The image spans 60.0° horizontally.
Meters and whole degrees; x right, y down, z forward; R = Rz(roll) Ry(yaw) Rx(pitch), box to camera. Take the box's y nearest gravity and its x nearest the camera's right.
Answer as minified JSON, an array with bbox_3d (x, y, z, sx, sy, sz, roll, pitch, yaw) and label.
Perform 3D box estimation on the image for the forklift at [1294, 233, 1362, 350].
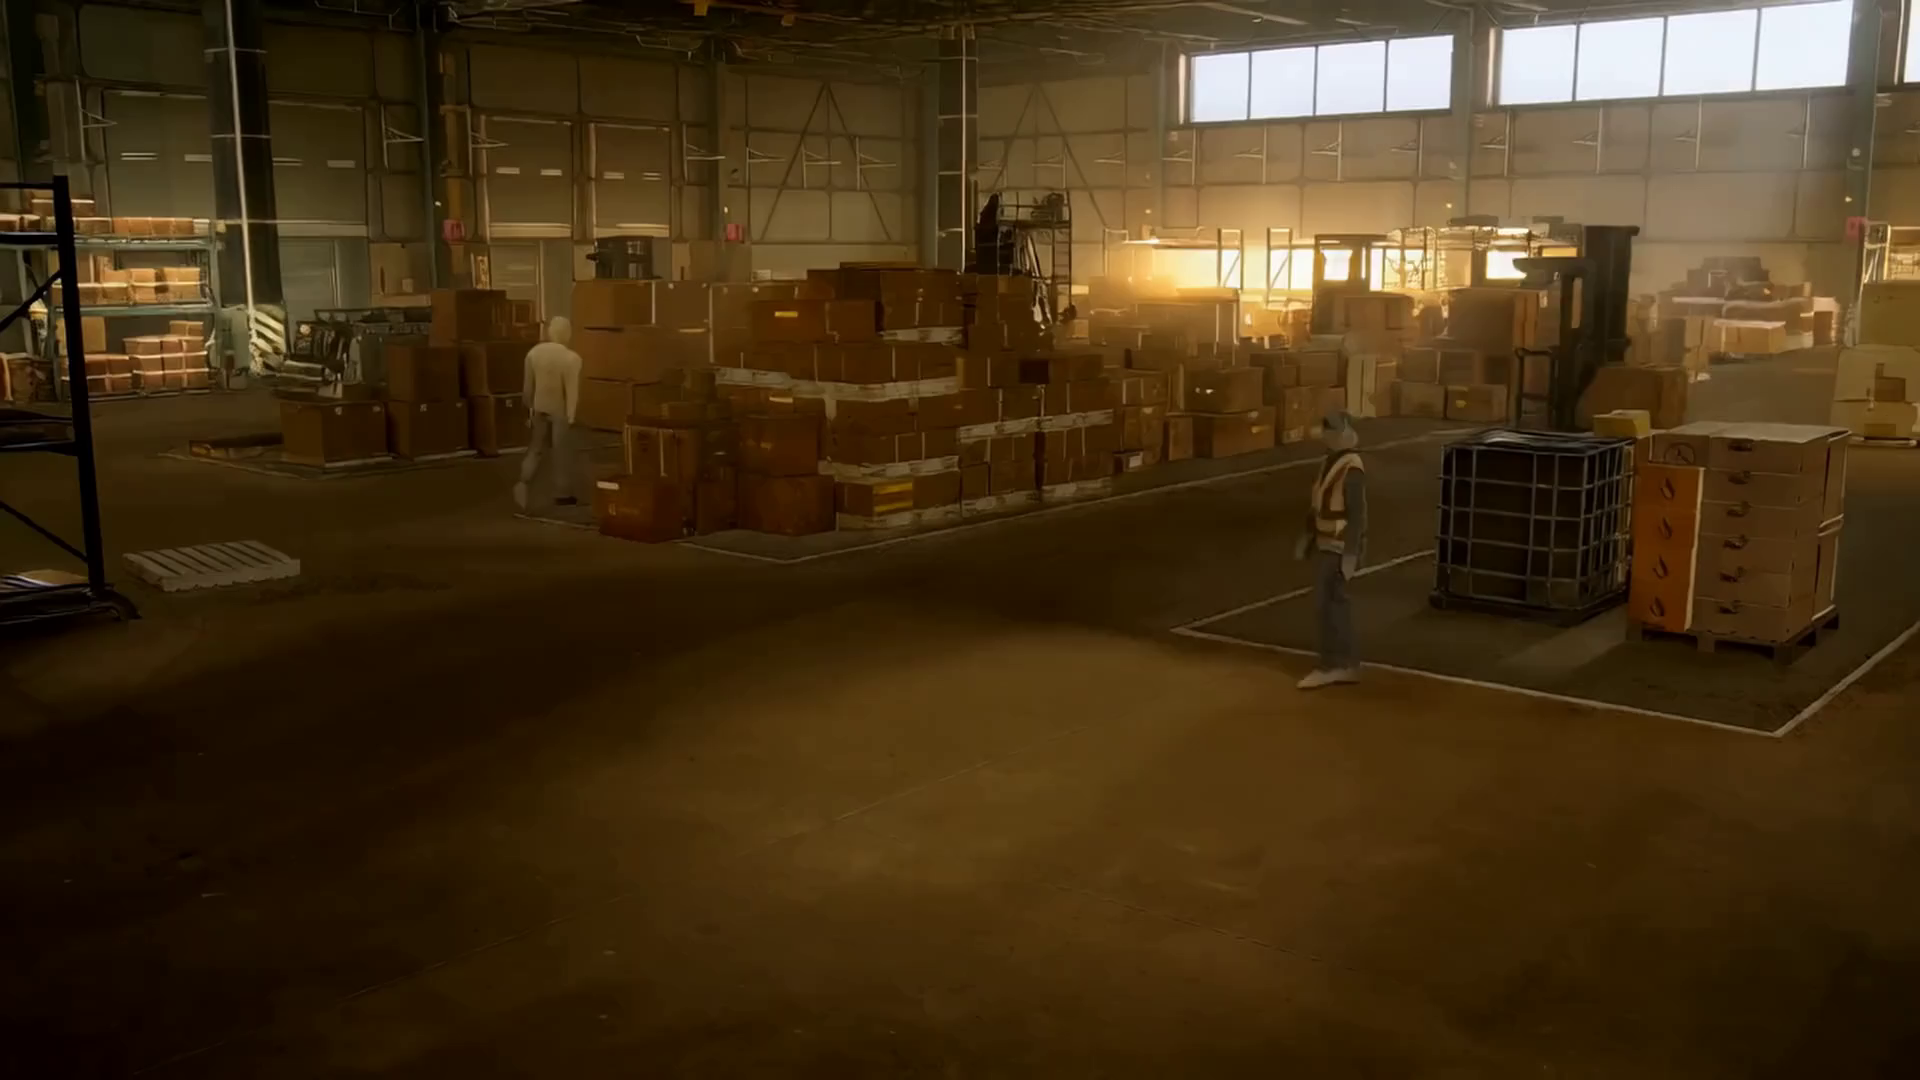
[{"bbox_3d":[7.376,-4.620,32.697,1.129,2.768,1.873,-2,10,-9],"label":"forklift"}]

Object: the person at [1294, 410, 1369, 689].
[{"bbox_3d":[2.121,0.060,9.629,0.471,1.626,0.540,0,10,2],"label":"person"}]

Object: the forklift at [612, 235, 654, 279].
[{"bbox_3d":[-7.300,-5.450,37.421,1.873,2.768,1.129,8,13,40],"label":"forklift"}]

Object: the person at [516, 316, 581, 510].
[{"bbox_3d":[-3.999,-1.210,16.092,0.660,1.901,0.821,5,11,24],"label":"person"}]

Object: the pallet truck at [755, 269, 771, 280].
[{"bbox_3d":[-4.996,-6.432,45.525,1.885,1.965,0.823,-6,12,-32],"label":"pallet truck"}]

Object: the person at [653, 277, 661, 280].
[{"bbox_3d":[-6.522,-4.725,36.009,0.636,1.931,0.377,-5,11,-26],"label":"person"}]

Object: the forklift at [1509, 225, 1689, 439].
[{"bbox_3d":[8.148,-2.568,21.015,1.873,2.768,1.129,8,13,40],"label":"forklift"}]
